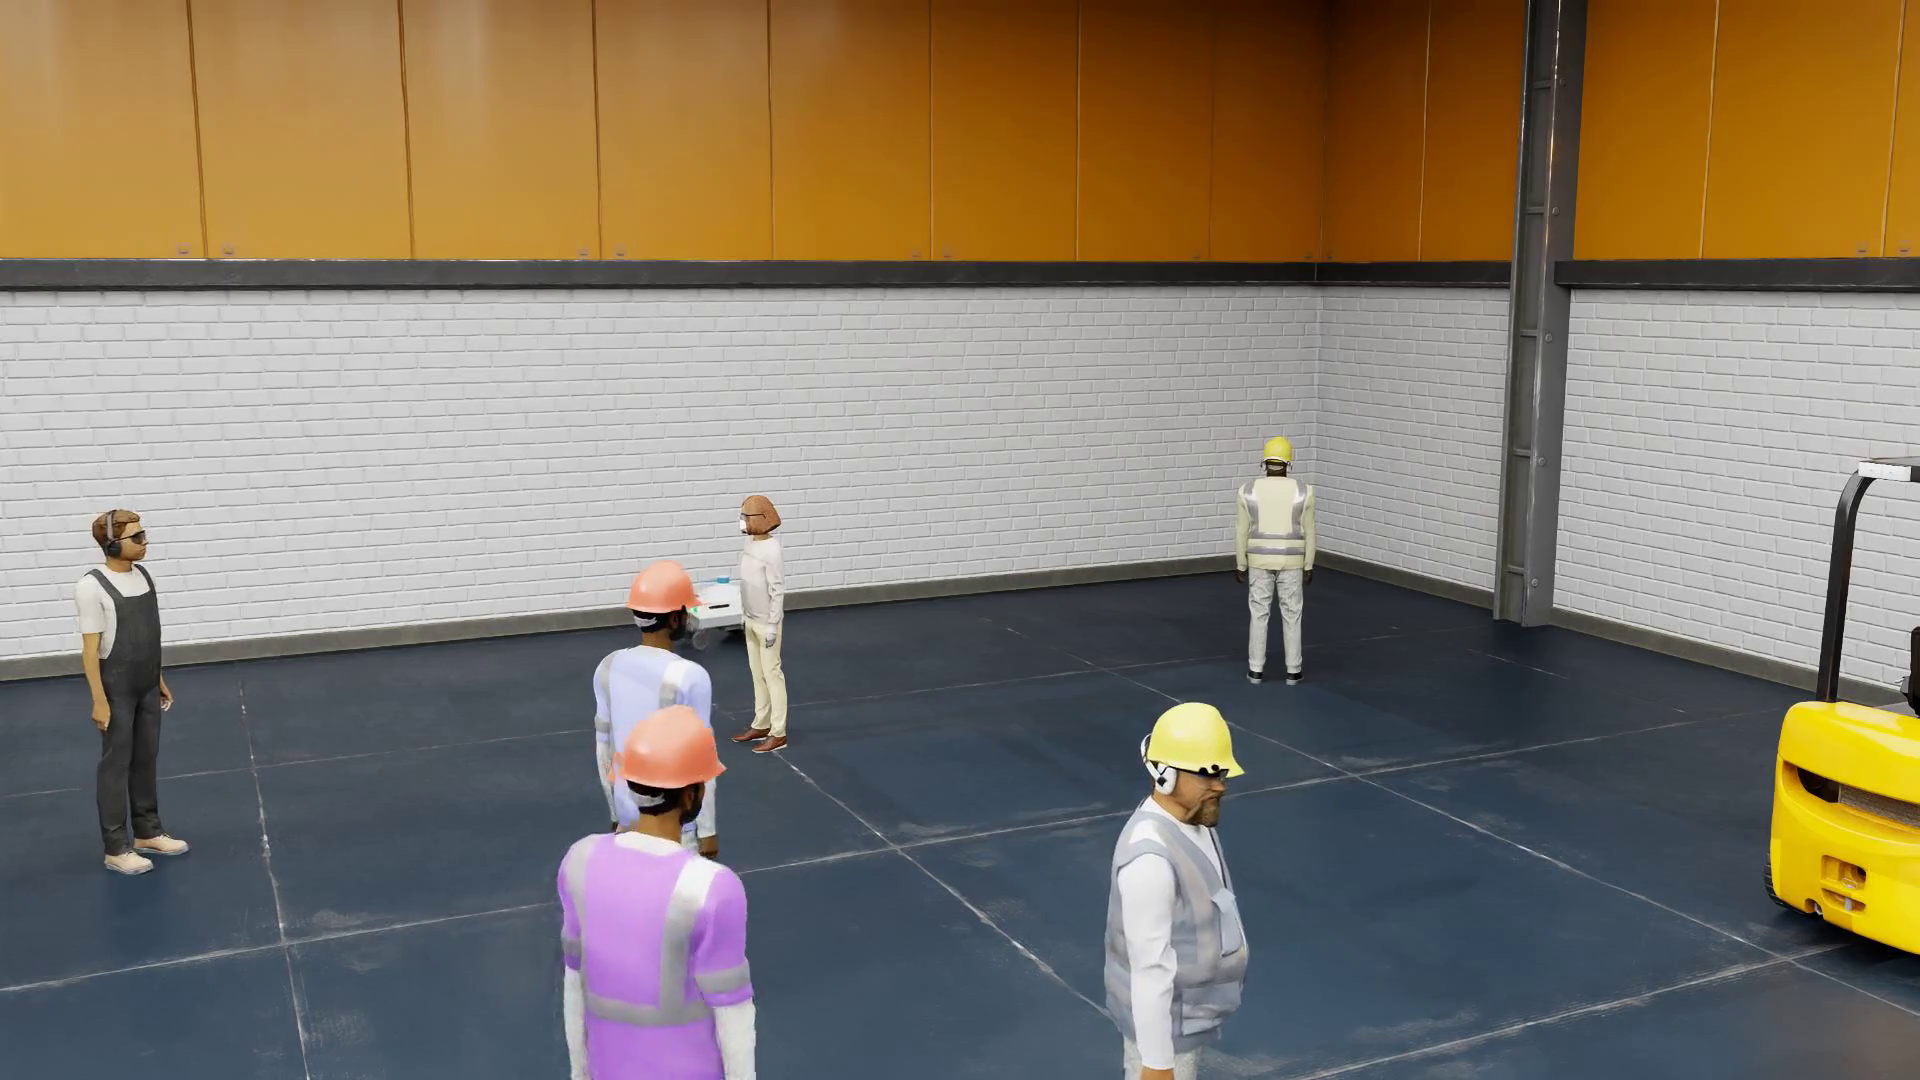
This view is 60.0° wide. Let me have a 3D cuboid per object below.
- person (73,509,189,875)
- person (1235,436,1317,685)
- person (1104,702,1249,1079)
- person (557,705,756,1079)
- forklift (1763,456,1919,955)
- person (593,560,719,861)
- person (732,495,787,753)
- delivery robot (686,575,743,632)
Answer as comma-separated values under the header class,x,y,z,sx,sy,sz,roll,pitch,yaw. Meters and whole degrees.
class,x,y,z,sx,sy,sz,roll,pitch,yaw
person,-4.225,0.758,8.463,0.333,1.845,0.513,2,9,11
person,2.323,0.155,12.249,0.587,1.835,0.404,2,9,12
person,0.624,1.358,4.801,0.403,1.828,0.593,3,10,17
person,-0.771,1.382,4.355,0.564,1.921,0.425,5,10,26
forklift,4.857,0.731,7.561,2.313,2.155,1.214,-4,10,-25
person,-1.144,1.040,6.434,0.547,1.938,0.377,6,11,31
person,-1.270,0.525,10.573,0.279,1.633,0.501,-5,11,-30
delivery robot,-1.932,0.531,13.578,0.707,0.478,0.477,-6,11,-34
